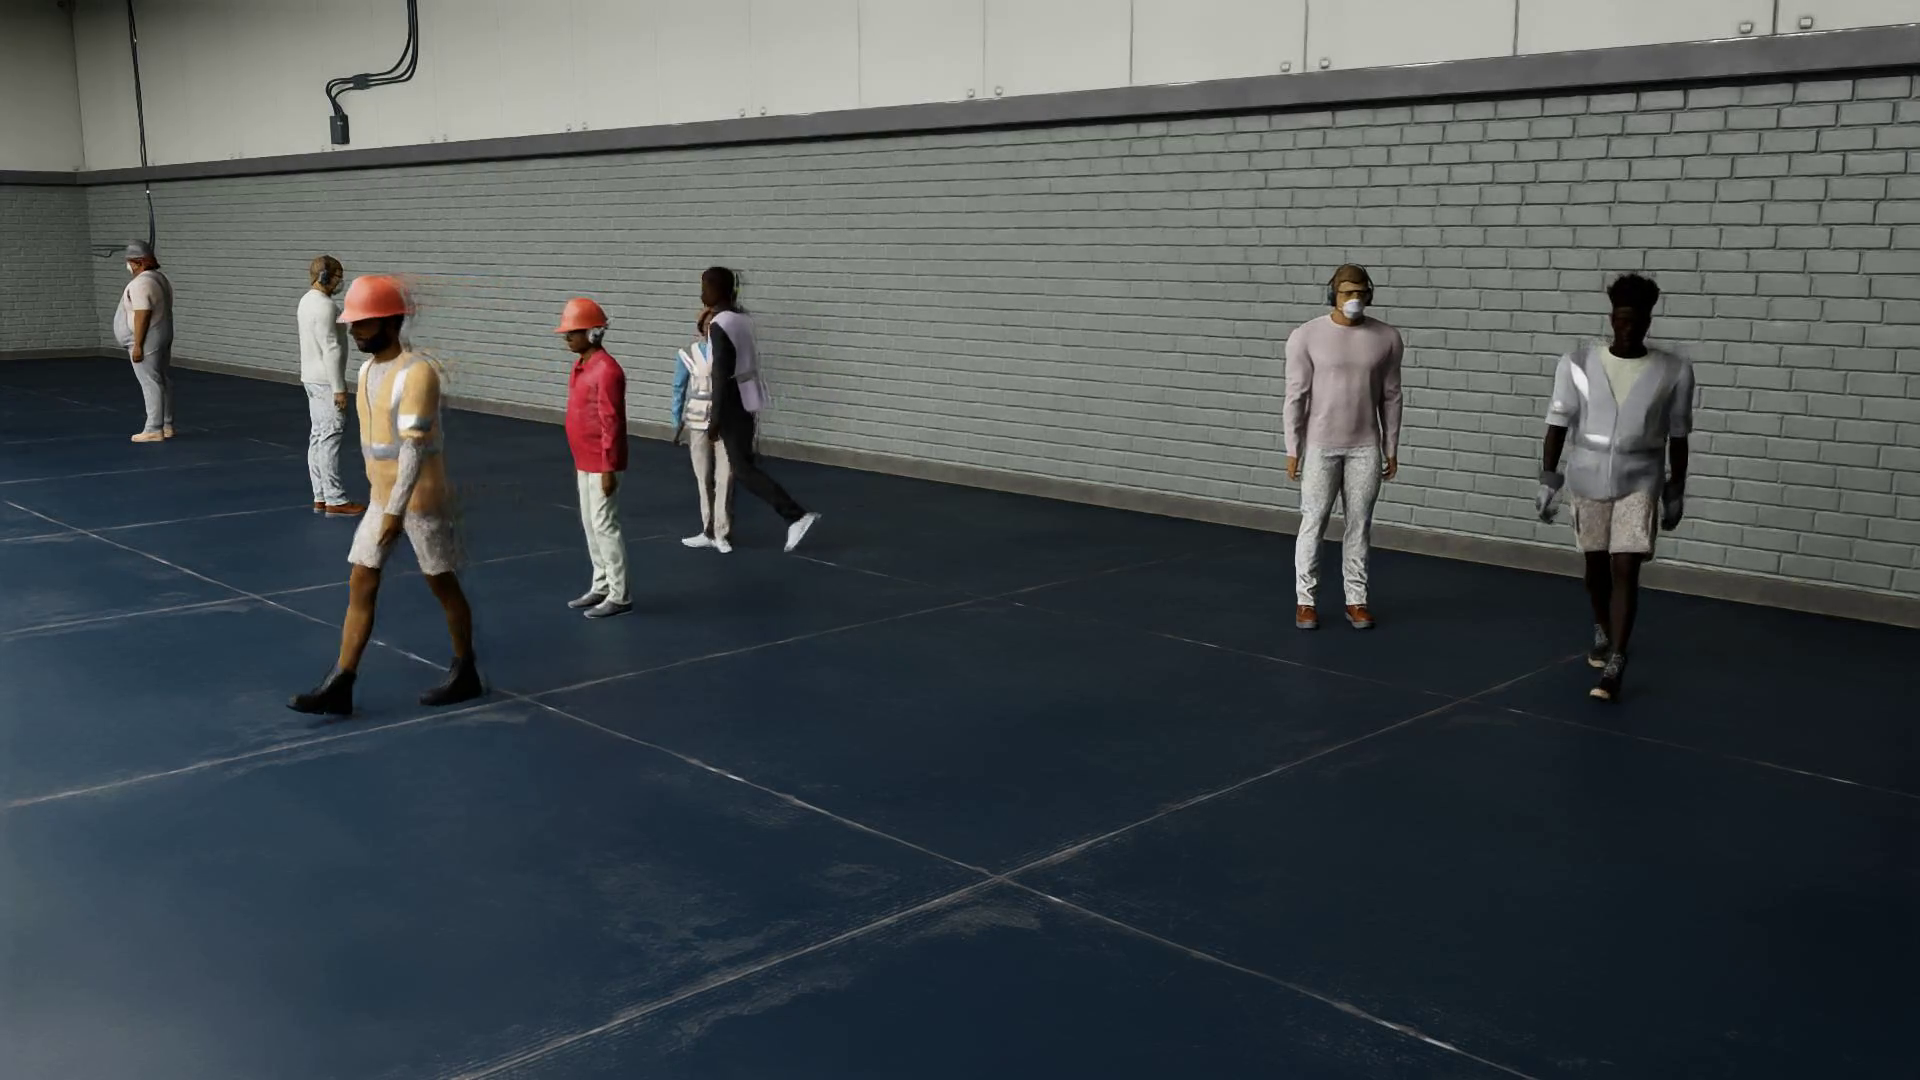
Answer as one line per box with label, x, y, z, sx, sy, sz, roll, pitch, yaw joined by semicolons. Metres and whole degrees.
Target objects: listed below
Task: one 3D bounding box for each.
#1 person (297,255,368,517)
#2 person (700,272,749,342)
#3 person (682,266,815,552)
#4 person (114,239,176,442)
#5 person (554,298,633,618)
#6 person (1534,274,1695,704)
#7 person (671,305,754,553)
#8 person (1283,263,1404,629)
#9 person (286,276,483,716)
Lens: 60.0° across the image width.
person;-4.681;-1.135;12.332;0.372;1.934;0.627;-7;13;-34
person;-2.075;-1.510;14.851;0.528;1.760;0.338;-9;14;-40
person;-1.402;-0.851;10.950;0.884;1.884;0.607;1;10;3
person;-8.276;-2.022;16.870;0.538;2.000;0.684;-1;10;-6
person;-2.013;-0.448;9.103;0.364;1.742;0.584;-6;12;-28
person;3.028;-0.267;7.695;0.615;1.912;1.026;6;12;29
person;-1.627;-0.735;10.984;0.541;1.628;0.455;-1;10;-8
person;2.019;-0.489;8.811;0.638;1.932;0.363;-1;10;-4
person;-2.489;-0.163;7.110;0.555;1.893;0.952;8;13;36
